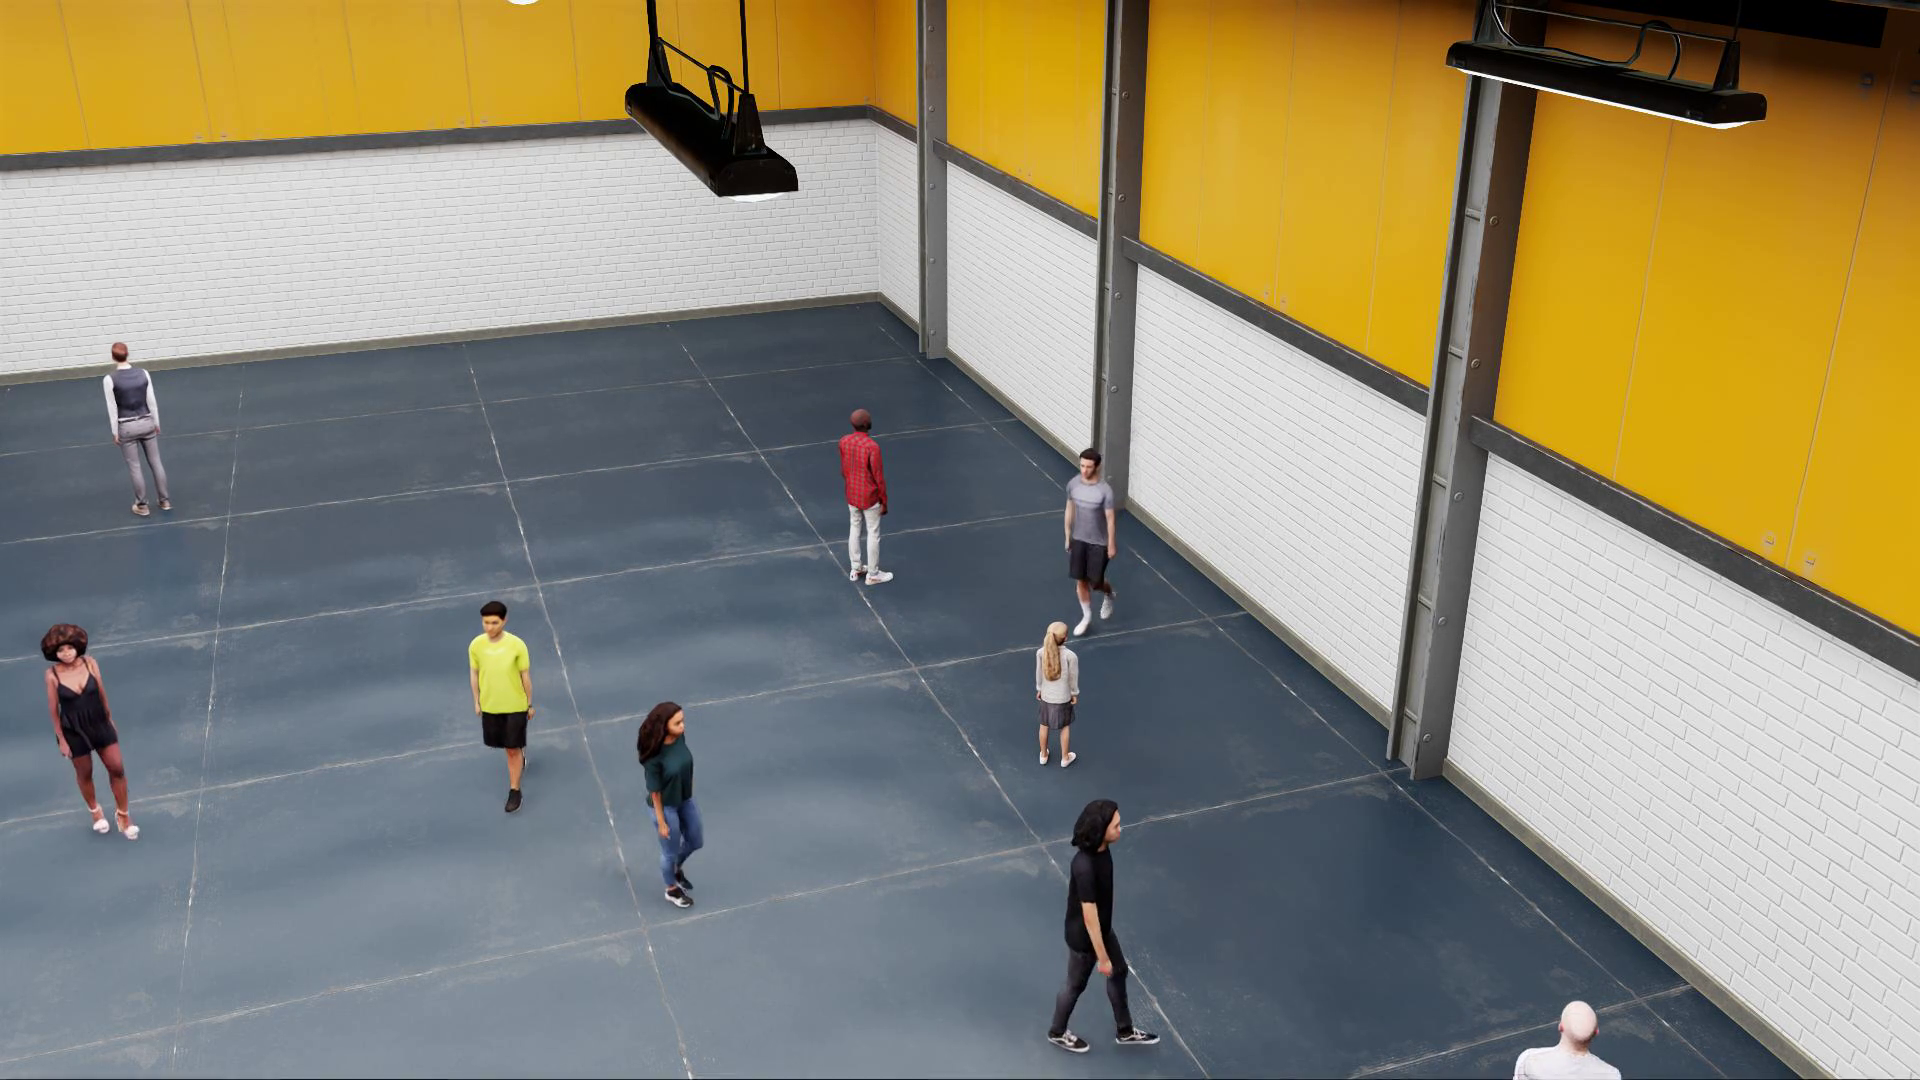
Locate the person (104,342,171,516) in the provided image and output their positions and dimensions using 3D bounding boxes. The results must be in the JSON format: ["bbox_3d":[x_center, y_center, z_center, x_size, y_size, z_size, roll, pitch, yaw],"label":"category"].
[{"bbox_3d":[-9.016,-1.231,18.202,0.725,1.932,0.691,-20,31,-38],"label":"person"}]

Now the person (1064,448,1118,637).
[{"bbox_3d":[1.274,-0.030,15.562,0.913,1.845,0.948,16,28,32],"label":"person"}]

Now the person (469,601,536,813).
[{"bbox_3d":[-3.520,1.222,12.893,0.862,1.689,1.070,1,24,3],"label":"person"}]

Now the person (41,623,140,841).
[{"bbox_3d":[-6.537,1.403,12.379,0.736,1.769,0.848,-21,31,-39],"label":"person"}]

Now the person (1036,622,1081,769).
[{"bbox_3d":[0.776,1.229,13.393,0.604,1.276,0.653,7,25,15],"label":"person"}]

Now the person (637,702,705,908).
[{"bbox_3d":[-2.082,1.834,11.601,0.757,1.603,0.709,15,28,30],"label":"person"}]

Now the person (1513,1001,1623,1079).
[{"bbox_3d":[2.958,3.151,8.342,1.080,1.799,1.311,4,24,8],"label":"person"}]

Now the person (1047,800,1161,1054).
[{"bbox_3d":[0.711,2.355,10.145,1.029,1.815,0.999,8,25,18],"label":"person"}]

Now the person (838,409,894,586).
[{"bbox_3d":[-0.955,-0.445,16.544,0.709,1.819,0.815,17,29,34],"label":"person"}]
